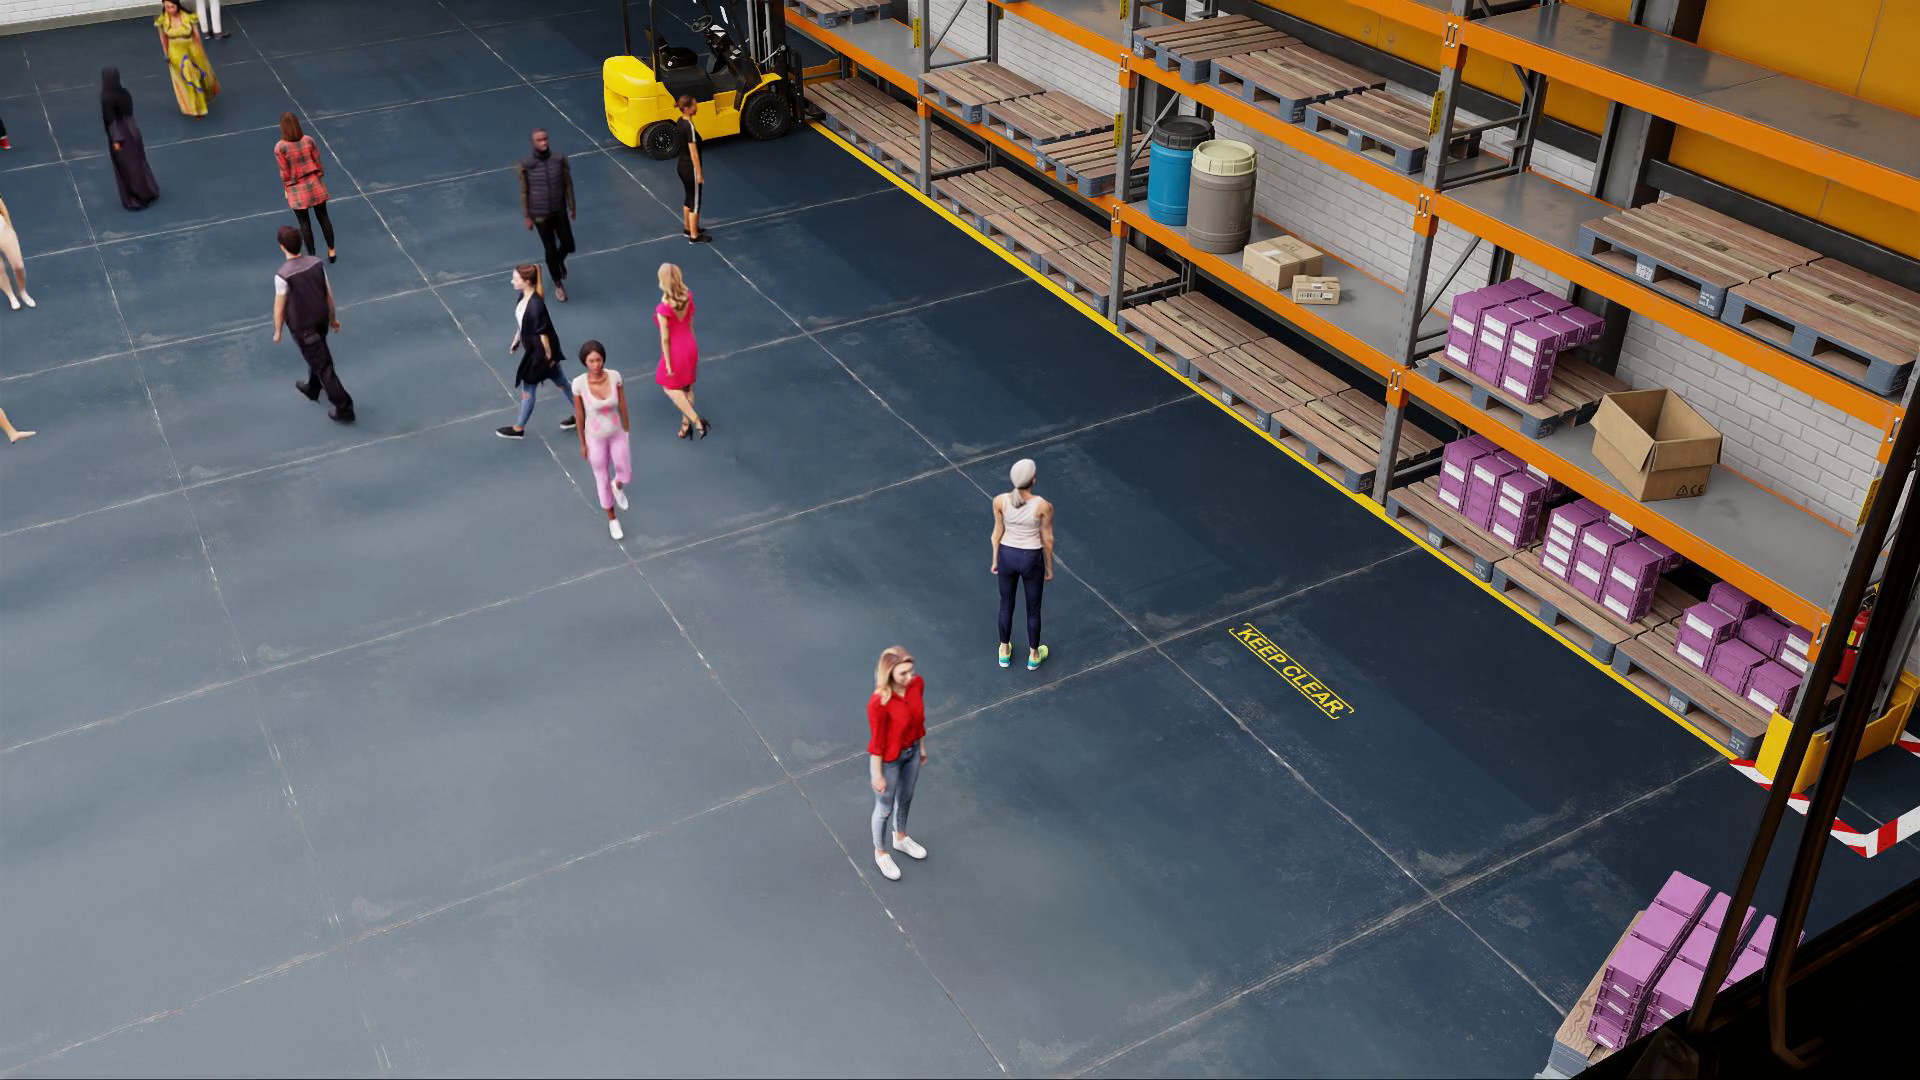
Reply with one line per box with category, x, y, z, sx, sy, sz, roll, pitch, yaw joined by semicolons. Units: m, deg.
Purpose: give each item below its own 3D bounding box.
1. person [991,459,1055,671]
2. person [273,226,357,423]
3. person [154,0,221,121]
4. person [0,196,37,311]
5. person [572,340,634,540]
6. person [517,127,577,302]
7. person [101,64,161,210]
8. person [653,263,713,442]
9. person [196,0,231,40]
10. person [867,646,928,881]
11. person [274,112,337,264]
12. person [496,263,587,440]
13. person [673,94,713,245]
person;0.435;0.175;11.886;0.684;1.702;0.737;7;34;11
person;-5.739;-1.886;14.884;1.195;1.815;1.030;16;37;22
person;-10.146;-6.359;21.777;0.783;1.634;0.992;-15;36;-21
person;-9.851;-3.128;16.920;0.581;1.630;0.584;-21;39;-29
person;-2.880;-0.846;13.395;0.624;1.732;0.780;-13;36;-19
person;-4.253;-3.396;17.146;0.735;1.826;0.864;-15;36;-21
person;-9.671;-4.661;19.253;0.893;1.600;0.791;-3;34;-5
person;-2.400;-1.597;14.541;0.885;1.714;0.735;24;40;31
person;-11.246;-8.316;24.578;0.776;1.793;0.818;5;34;8
person;-0.384;1.324;10.157;0.624;1.703;0.680;26;42;34
person;-7.006;-3.755;17.797;0.642;1.704;0.598;-24;41;-32
person;-3.615;-1.675;14.722;0.817;1.643;1.034;-11;35;-16
person;-2.984;-4.099;18.350;0.666;1.665;0.470;-14;36;-20
